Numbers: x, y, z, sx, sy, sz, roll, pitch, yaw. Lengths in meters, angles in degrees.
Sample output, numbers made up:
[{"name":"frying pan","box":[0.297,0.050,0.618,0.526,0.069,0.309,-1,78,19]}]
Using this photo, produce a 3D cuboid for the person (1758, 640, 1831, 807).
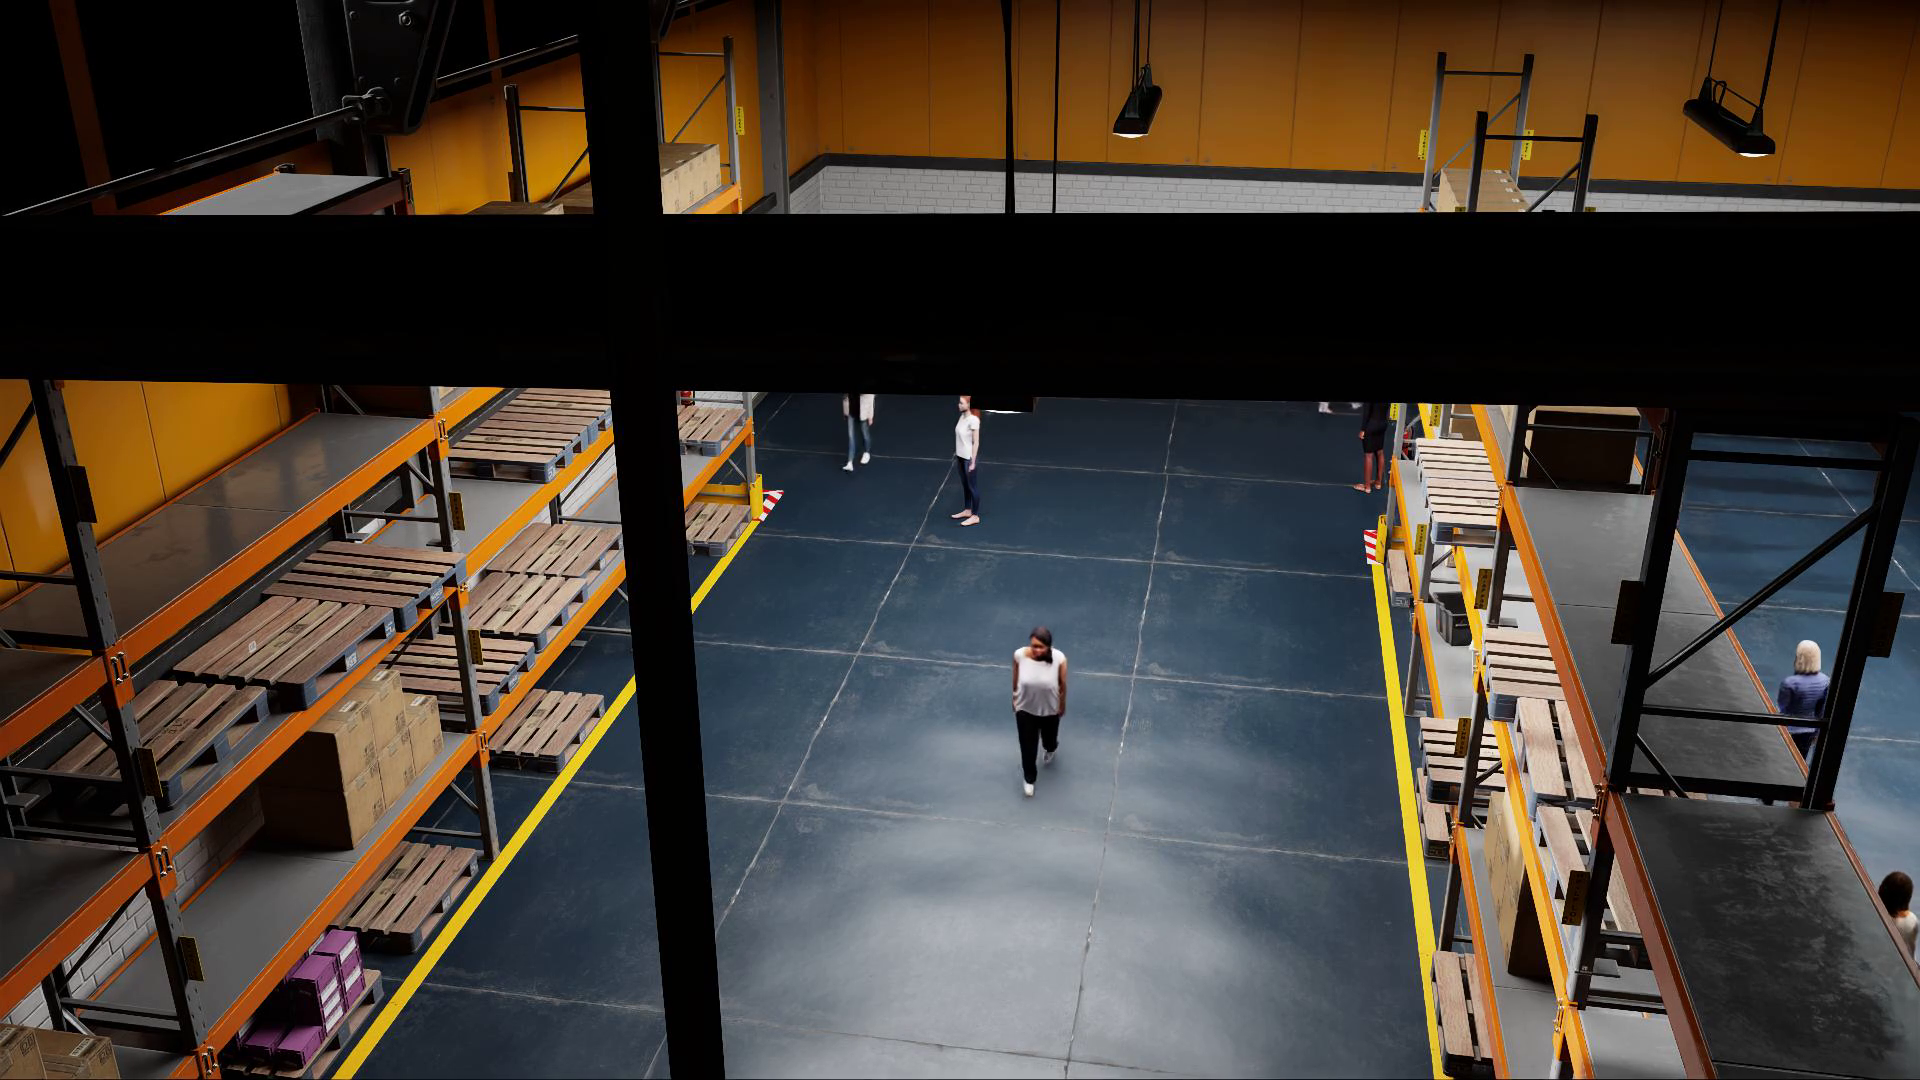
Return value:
[{"name":"person","box":[7.473,1.733,14.820,0.799,1.723,1.050,-2,24,-4]}]

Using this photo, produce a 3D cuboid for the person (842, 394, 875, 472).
[{"name":"person","box":[-1.368,-1.769,22.990,0.726,1.596,1.057,7,24,15]}]

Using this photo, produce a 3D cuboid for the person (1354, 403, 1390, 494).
[{"name":"person","box":[5.522,-1.481,22.177,0.676,1.720,0.725,-14,27,-29]}]

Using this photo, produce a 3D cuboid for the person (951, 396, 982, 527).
[{"name":"person","box":[0.115,-1.048,21.161,0.711,1.740,0.624,-10,25,-21]}]

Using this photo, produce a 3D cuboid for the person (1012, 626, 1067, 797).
[{"name":"person","box":[0.737,1.506,15.409,0.648,1.666,0.908,4,24,10]}]

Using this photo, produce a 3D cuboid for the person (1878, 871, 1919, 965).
[{"name":"person","box":[6.437,3.159,11.673,0.798,1.630,1.050,-3,24,-7]}]
